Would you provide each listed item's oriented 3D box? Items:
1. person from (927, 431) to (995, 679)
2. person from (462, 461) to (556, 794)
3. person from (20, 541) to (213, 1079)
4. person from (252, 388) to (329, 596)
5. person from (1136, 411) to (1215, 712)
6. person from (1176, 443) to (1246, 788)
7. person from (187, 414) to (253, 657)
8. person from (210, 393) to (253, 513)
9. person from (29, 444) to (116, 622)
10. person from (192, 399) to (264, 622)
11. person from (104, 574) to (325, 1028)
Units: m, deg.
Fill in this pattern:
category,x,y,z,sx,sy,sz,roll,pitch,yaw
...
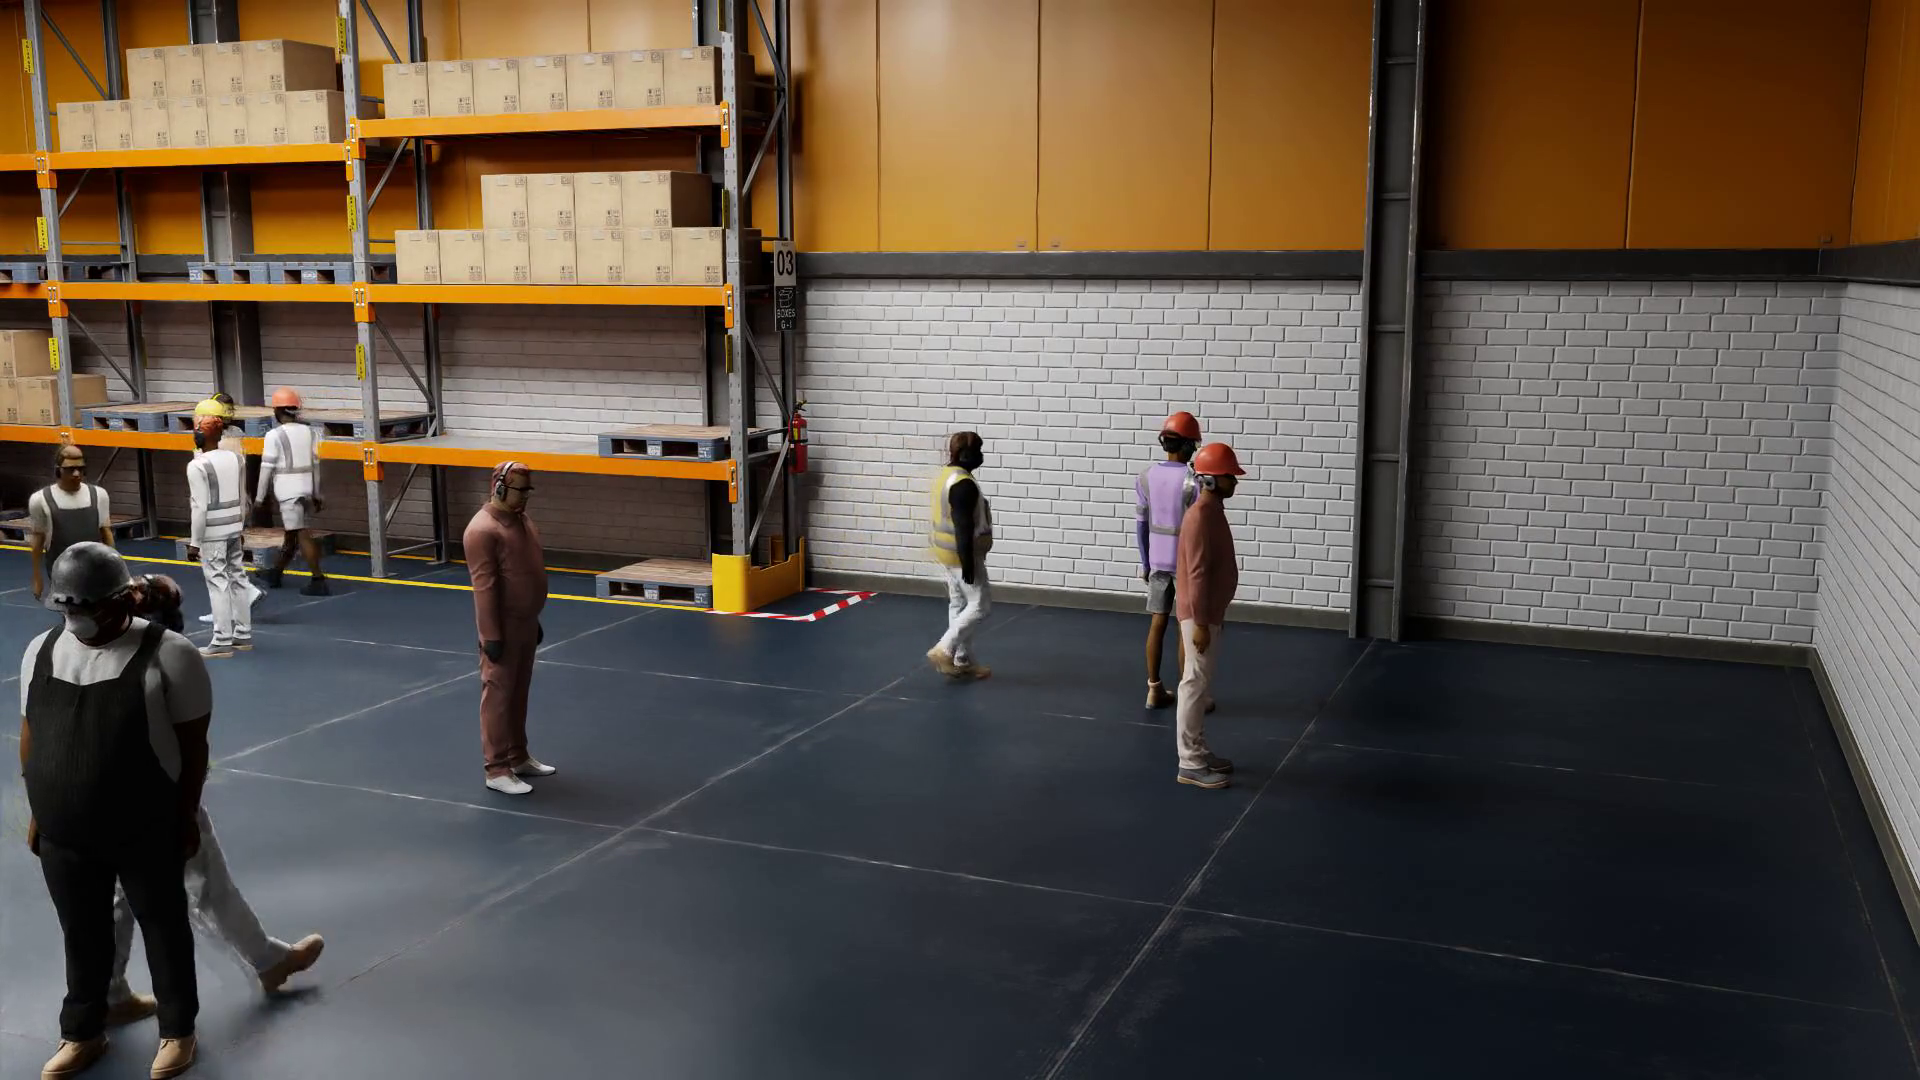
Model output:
category,x,y,z,sx,sy,sz,roll,pitch,yaw
person,0.029,0.123,12.022,0.436,1.832,0.648,-2,10,-10
person,-2.575,0.490,9.596,0.406,1.903,0.636,1,9,8
person,-3.134,0.994,6.118,0.673,2.000,0.535,0,9,-1
person,-6.187,-0.437,15.238,0.977,1.886,0.568,4,10,23
person,1.469,0.155,11.198,0.608,2.044,0.372,8,12,40
person,1.451,0.425,9.705,0.391,1.995,0.613,3,10,17
person,-5.724,-0.034,12.823,0.353,1.883,0.573,2,10,14
person,-6.671,-0.403,15.118,0.309,1.864,0.535,4,10,24
person,-6.184,0.213,11.604,0.935,1.805,0.514,9,13,43
person,-6.166,-0.233,13.978,0.542,1.897,0.598,1,9,7
person,-3.119,1.017,6.707,0.634,1.800,0.926,8,12,40
